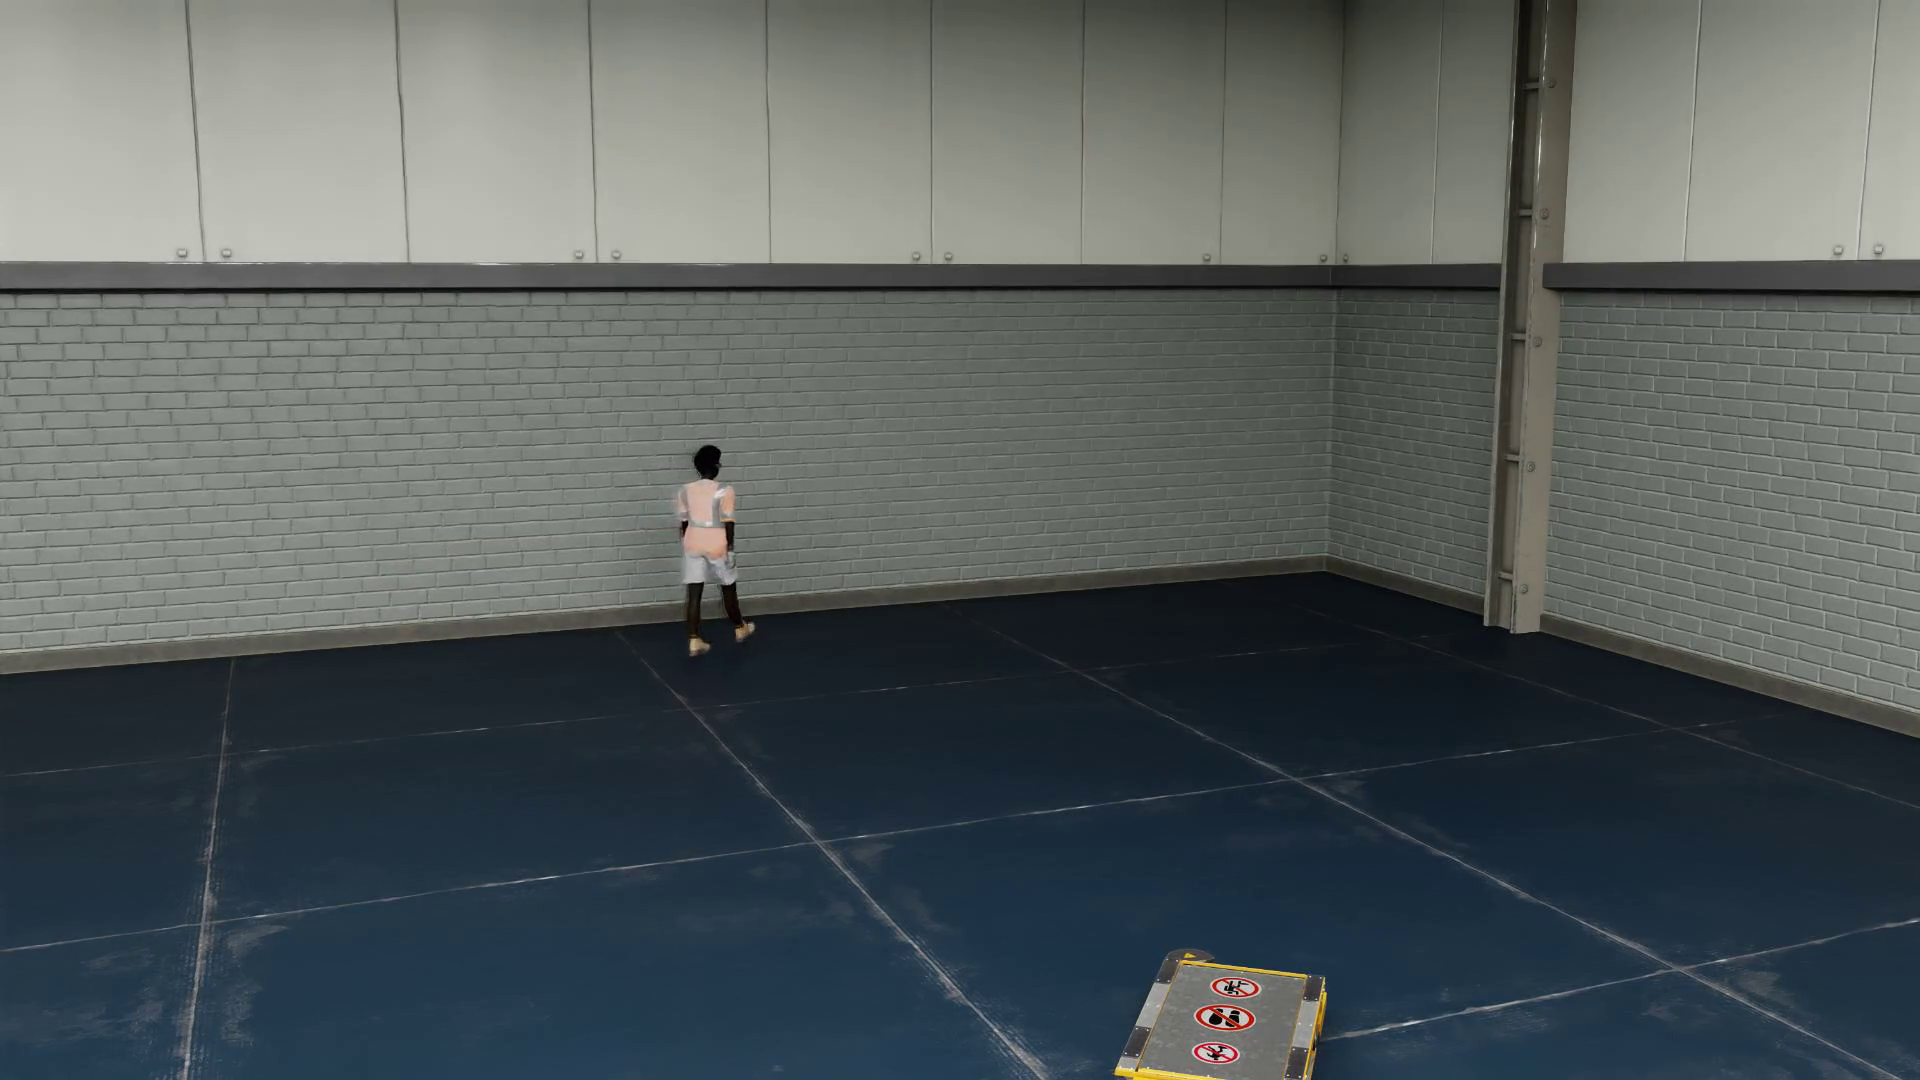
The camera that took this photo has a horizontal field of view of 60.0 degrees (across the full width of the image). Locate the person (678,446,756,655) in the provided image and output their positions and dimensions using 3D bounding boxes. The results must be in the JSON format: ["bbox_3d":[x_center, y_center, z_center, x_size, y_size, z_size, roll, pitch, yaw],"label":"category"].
[{"bbox_3d":[-1.982,0.061,13.475,0.555,1.658,0.830,3,10,21],"label":"person"}]

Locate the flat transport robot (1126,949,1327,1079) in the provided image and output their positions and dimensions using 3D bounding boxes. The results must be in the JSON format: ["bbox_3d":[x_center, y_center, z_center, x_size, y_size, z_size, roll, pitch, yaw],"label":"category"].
[{"bbox_3d":[0.988,1.915,6.232,0.652,0.197,1.431,3,9,17],"label":"flat transport robot"}]
